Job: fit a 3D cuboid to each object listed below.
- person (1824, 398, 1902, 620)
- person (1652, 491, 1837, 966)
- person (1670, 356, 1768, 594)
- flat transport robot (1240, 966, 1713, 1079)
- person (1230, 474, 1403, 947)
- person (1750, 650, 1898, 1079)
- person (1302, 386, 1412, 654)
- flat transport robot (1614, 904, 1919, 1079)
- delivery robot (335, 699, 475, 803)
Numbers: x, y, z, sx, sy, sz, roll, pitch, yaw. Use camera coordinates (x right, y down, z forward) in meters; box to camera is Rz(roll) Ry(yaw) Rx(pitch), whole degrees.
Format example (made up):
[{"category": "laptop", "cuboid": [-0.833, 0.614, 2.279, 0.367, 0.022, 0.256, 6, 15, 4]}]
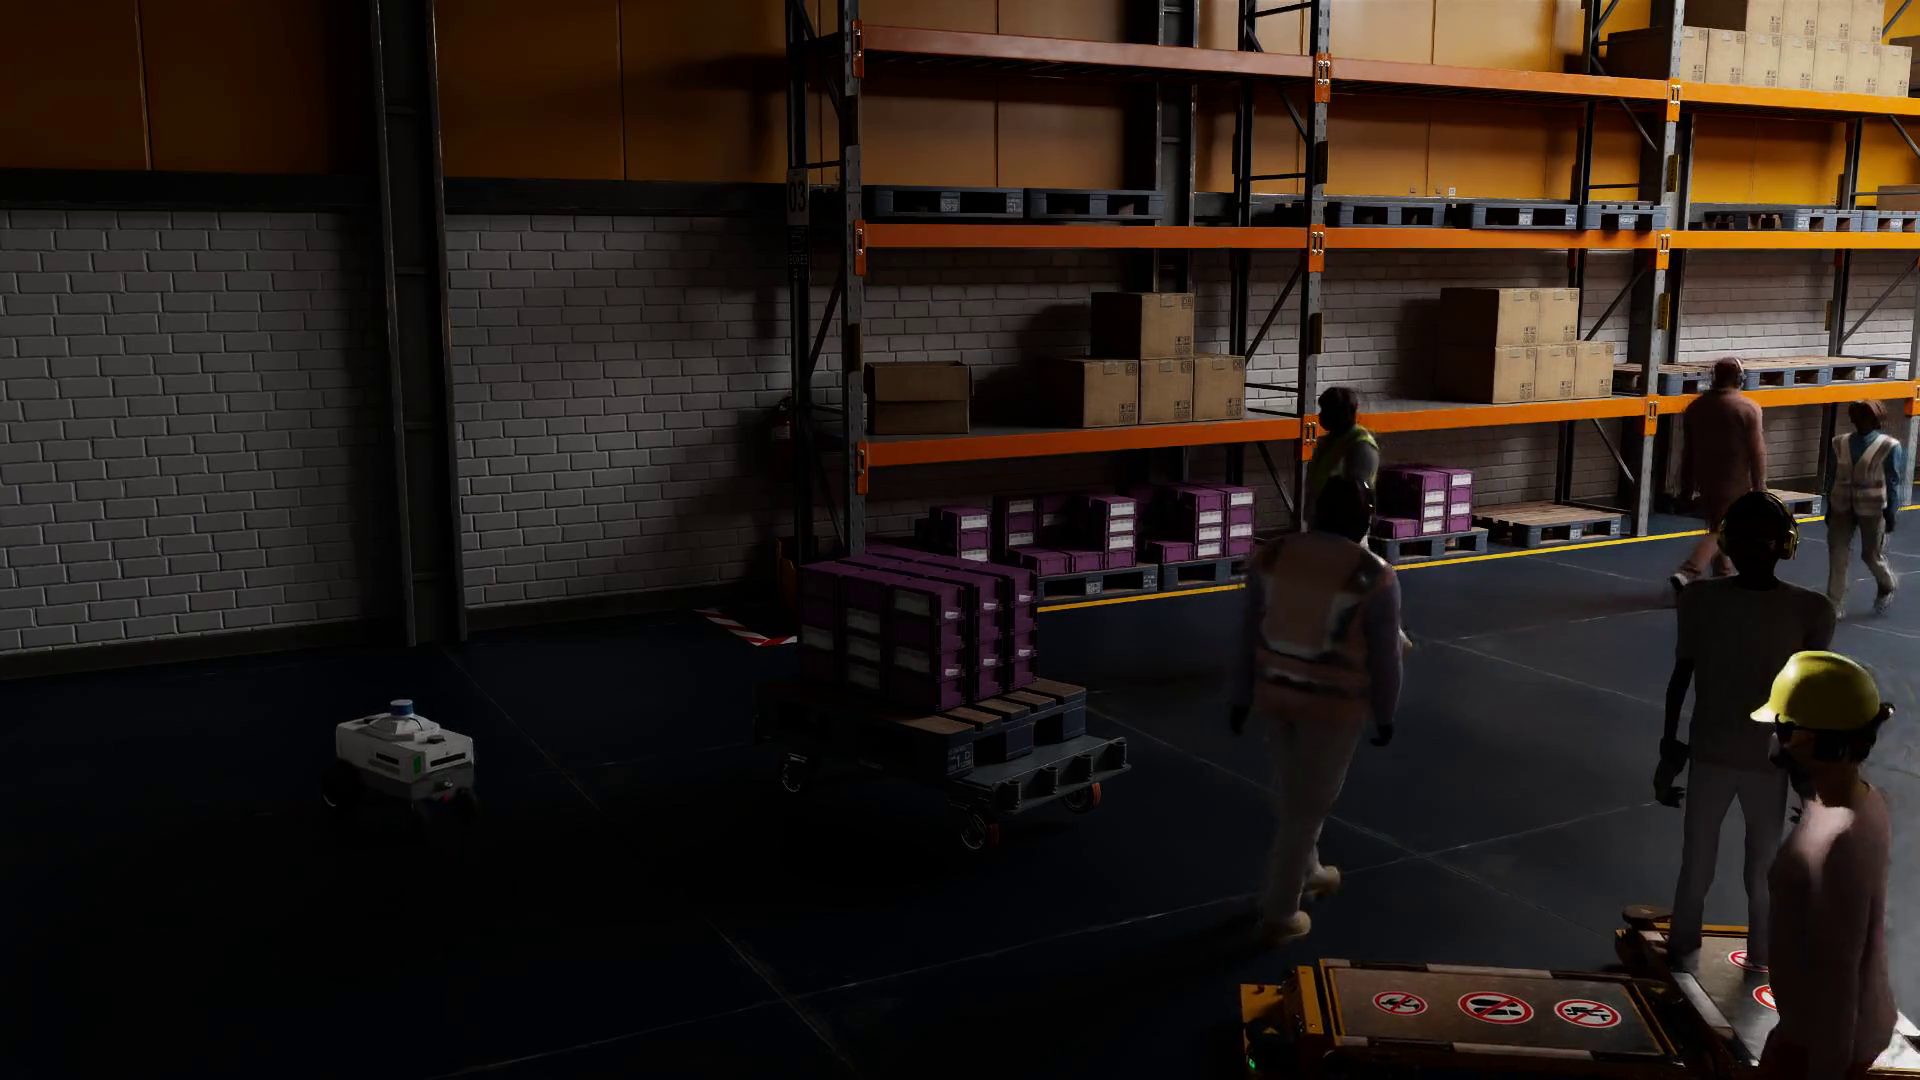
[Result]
[{"category": "person", "cuboid": [6.487, -0.216, 11.925, 0.699, 1.619, 0.523, -7, 12, -36]}, {"category": "person", "cuboid": [2.606, 0.759, 5.567, 0.532, 1.871, 0.321, 6, 12, 32]}, {"category": "person", "cuboid": [5.706, -0.449, 12.524, 0.886, 1.873, 0.641, -4, 11, -21]}, {"category": "flat transport robot", "cuboid": [1.636, 1.594, 5.357, 1.431, 0.197, 0.652, 1, 10, 8]}, {"category": "person", "cuboid": [1.440, 0.639, 6.459, 0.825, 1.801, 0.644, -9, 13, -43]}, {"category": "person", "cuboid": [1.990, 1.120, 3.825, 0.435, 1.755, 0.542, 7, 12, 34]}, {"category": "person", "cuboid": [2.435, -0.072, 10.529, 0.916, 1.812, 0.617, -3, 10, -17]}, {"category": "flat transport robot", "cuboid": [2.698, 1.571, 5.491, 0.652, 0.197, 1.431, 1, 10, 6]}, {"category": "delivery robot", "cuboid": [-2.592, 0.988, 7.761, 0.707, 0.478, 0.477, 8, 13, 38]}]
